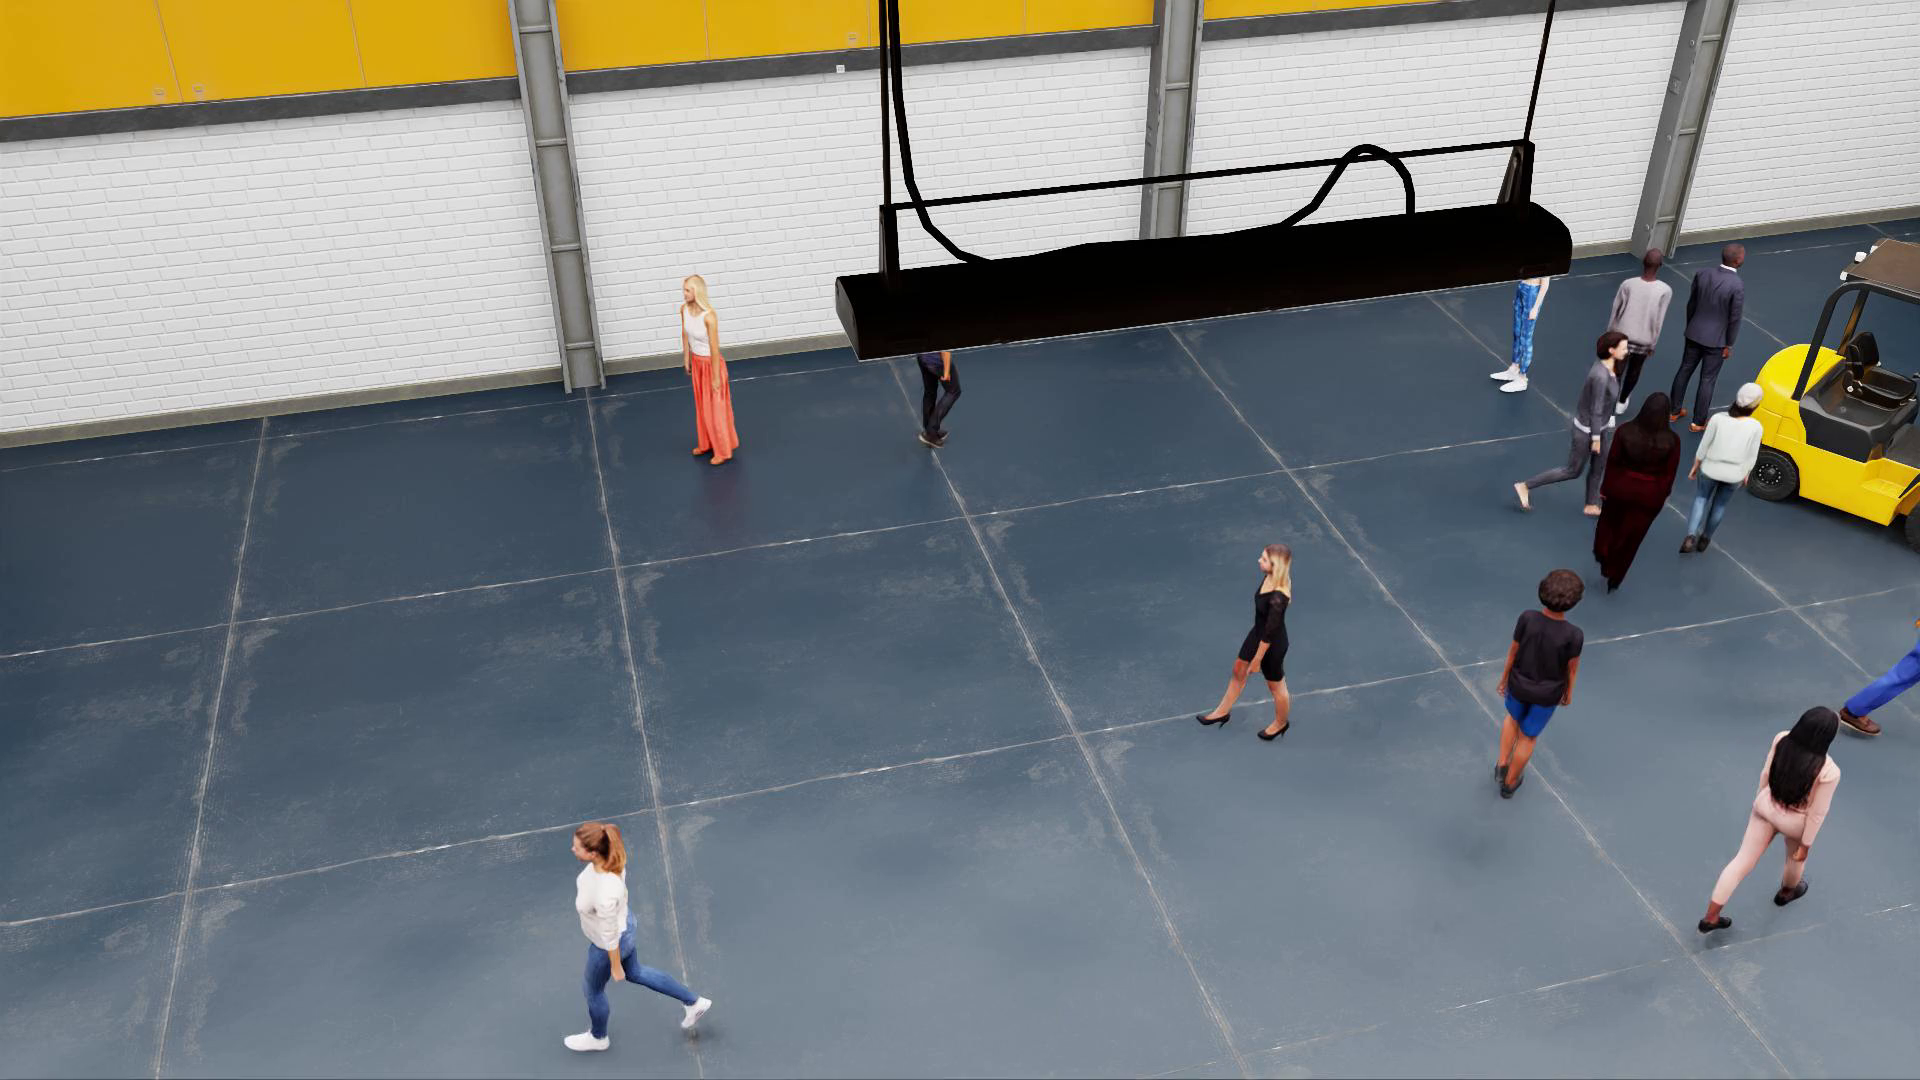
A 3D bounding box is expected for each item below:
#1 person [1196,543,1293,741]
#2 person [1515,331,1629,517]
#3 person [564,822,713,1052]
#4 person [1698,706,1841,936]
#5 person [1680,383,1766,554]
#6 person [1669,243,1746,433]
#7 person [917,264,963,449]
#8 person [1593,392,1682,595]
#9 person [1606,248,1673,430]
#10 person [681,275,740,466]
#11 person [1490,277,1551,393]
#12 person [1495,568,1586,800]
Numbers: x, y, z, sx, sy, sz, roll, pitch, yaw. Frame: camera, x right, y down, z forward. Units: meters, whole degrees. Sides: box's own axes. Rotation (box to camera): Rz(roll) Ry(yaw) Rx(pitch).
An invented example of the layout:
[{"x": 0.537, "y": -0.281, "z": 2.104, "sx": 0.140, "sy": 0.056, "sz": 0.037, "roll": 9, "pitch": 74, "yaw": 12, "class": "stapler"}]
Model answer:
[{"x": 2.212, "y": 0.738, "z": 11.478, "sx": 0.940, "sy": 1.653, "sz": 0.723, "roll": 0, "pitch": 34, "yaw": 1, "class": "person"}, {"x": 5.182, "y": -0.953, "z": 13.945, "sx": 1.155, "sy": 1.739, "sz": 1.025, "roll": 14, "pitch": 36, "yaw": 19, "class": "person"}, {"x": -1.832, "y": 2.210, "z": 9.226, "sx": 1.127, "sy": 1.696, "sz": 0.762, "roll": -2, "pitch": 34, "yaw": -3, "class": "person"}, {"x": 4.864, "y": 1.722, "z": 9.981, "sx": 1.214, "sy": 1.673, "sz": 0.833, "roll": -16, "pitch": 37, "yaw": -23, "class": "person"}, {"x": 6.139, "y": -0.515, "z": 13.389, "sx": 0.886, "sy": 1.626, "sz": 0.943, "roll": 15, "pitch": 36, "yaw": 21, "class": "person"}, {"x": 6.864, "y": -1.864, "z": 15.239, "sx": 0.693, "sy": 1.823, "sz": 0.744, "roll": -17, "pitch": 37, "yaw": -24, "class": "person"}, {"x": -0.292, "y": -1.593, "z": 14.872, "sx": 0.791, "sy": 1.780, "sz": 0.840, "roll": 27, "pitch": 42, "yaw": 34, "class": "person"}, {"x": 5.247, "y": -0.324, "z": 12.993, "sx": 0.906, "sy": 1.746, "sz": 0.966, "roll": 18, "pitch": 38, "yaw": 25, "class": "person"}, {"x": 6.153, "y": -1.810, "z": 15.227, "sx": 1.091, "sy": 1.748, "sz": 1.094, "roll": 12, "pitch": 36, "yaw": 18, "class": "person"}, {"x": -2.228, "y": -1.515, "z": 14.735, "sx": 0.738, "sy": 1.802, "sz": 0.751, "roll": 26, "pitch": 42, "yaw": 34, "class": "person"}, {"x": 5.424, "y": -2.267, "z": 15.881, "sx": 0.617, "sy": 1.785, "sz": 0.608, "roll": -3, "pitch": 34, "yaw": -5, "class": "person"}, {"x": 3.763, "y": 1.011, "z": 10.952, "sx": 0.712, "sy": 1.781, "sz": 0.762, "roll": 21, "pitch": 39, "yaw": 28, "class": "person"}]
